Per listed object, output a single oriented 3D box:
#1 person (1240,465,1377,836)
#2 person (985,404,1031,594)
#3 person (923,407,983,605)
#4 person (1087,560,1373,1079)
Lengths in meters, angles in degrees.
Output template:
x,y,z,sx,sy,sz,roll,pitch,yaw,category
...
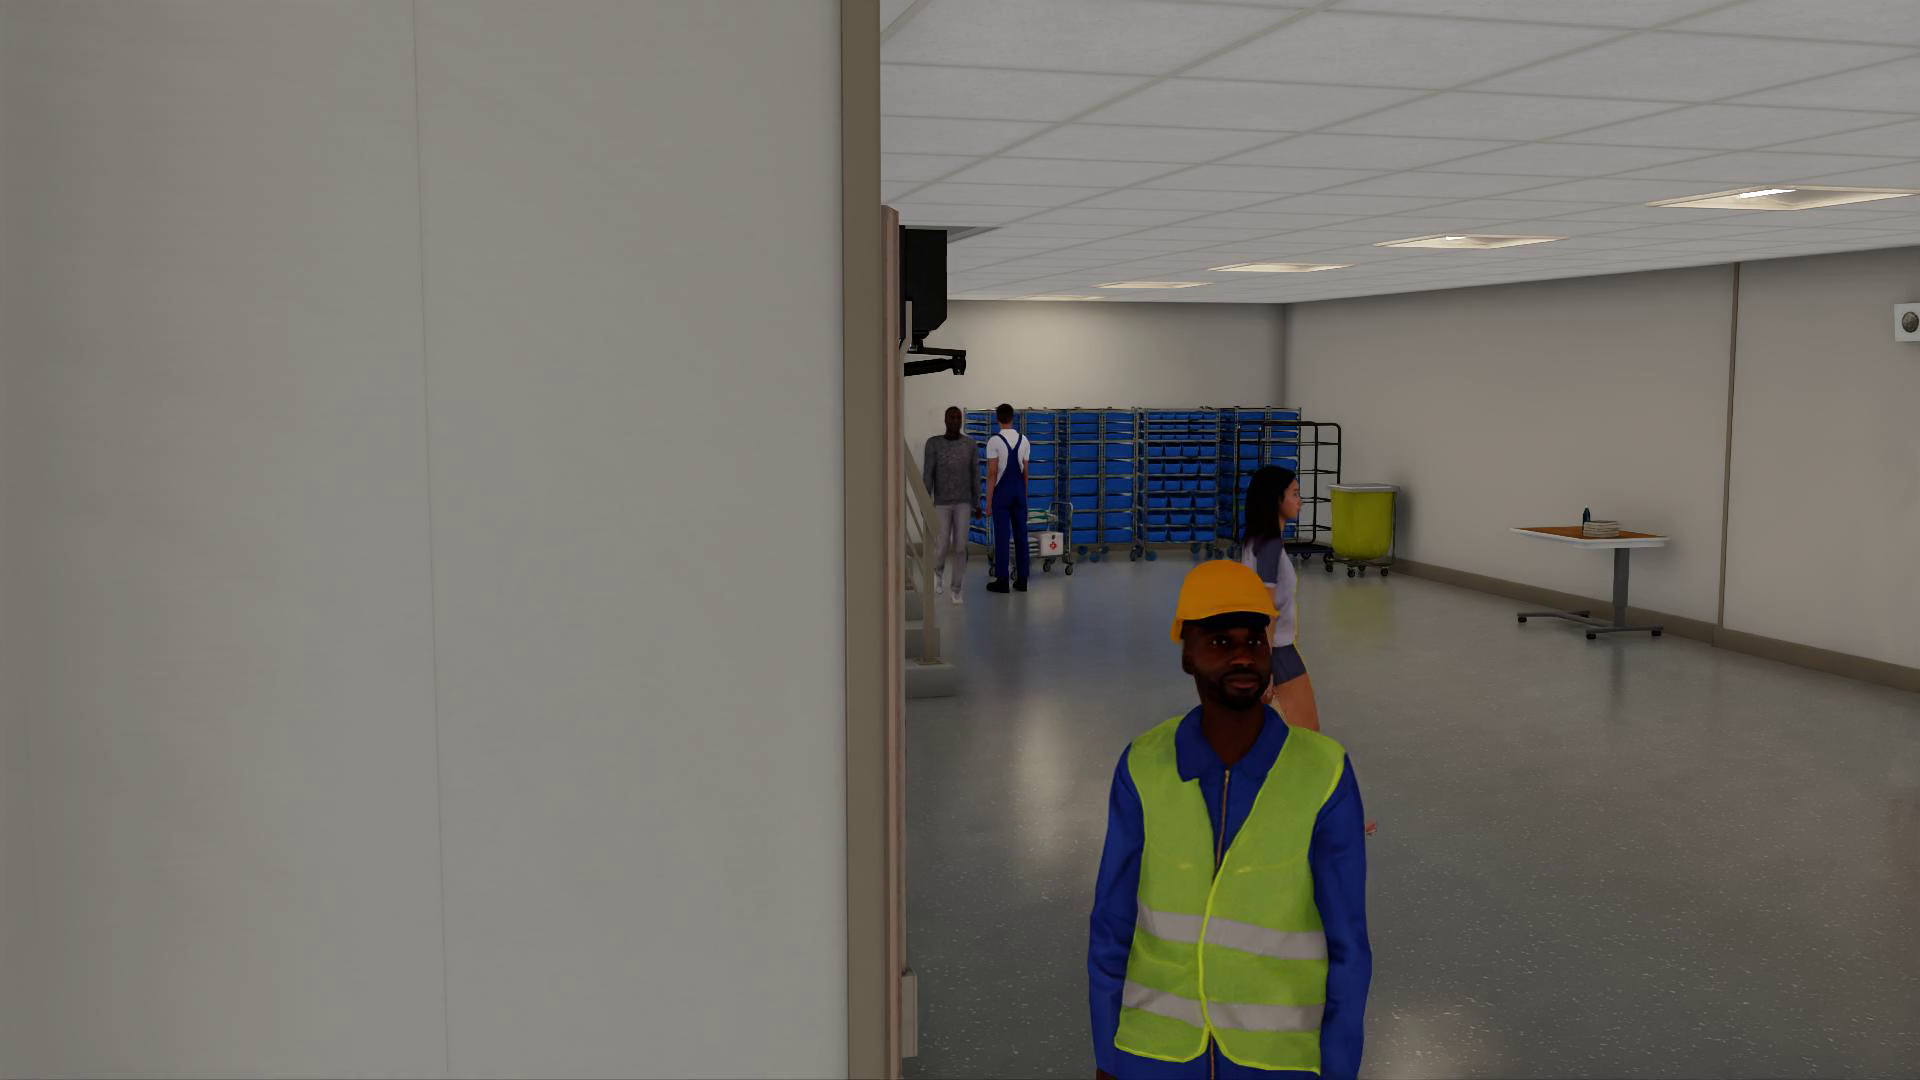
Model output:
x,y,z,sx,sy,sz,roll,pitch,yaw,category
1.297,0.539,7.474,0.830,1.709,0.950,0,6,1,person
0.476,-0.420,16.309,0.659,1.849,0.625,-3,6,-24,person
-0.077,-0.325,15.520,0.731,1.817,0.843,-1,6,-12,person
0.482,0.936,3.016,0.756,1.812,0.771,2,6,18,person
